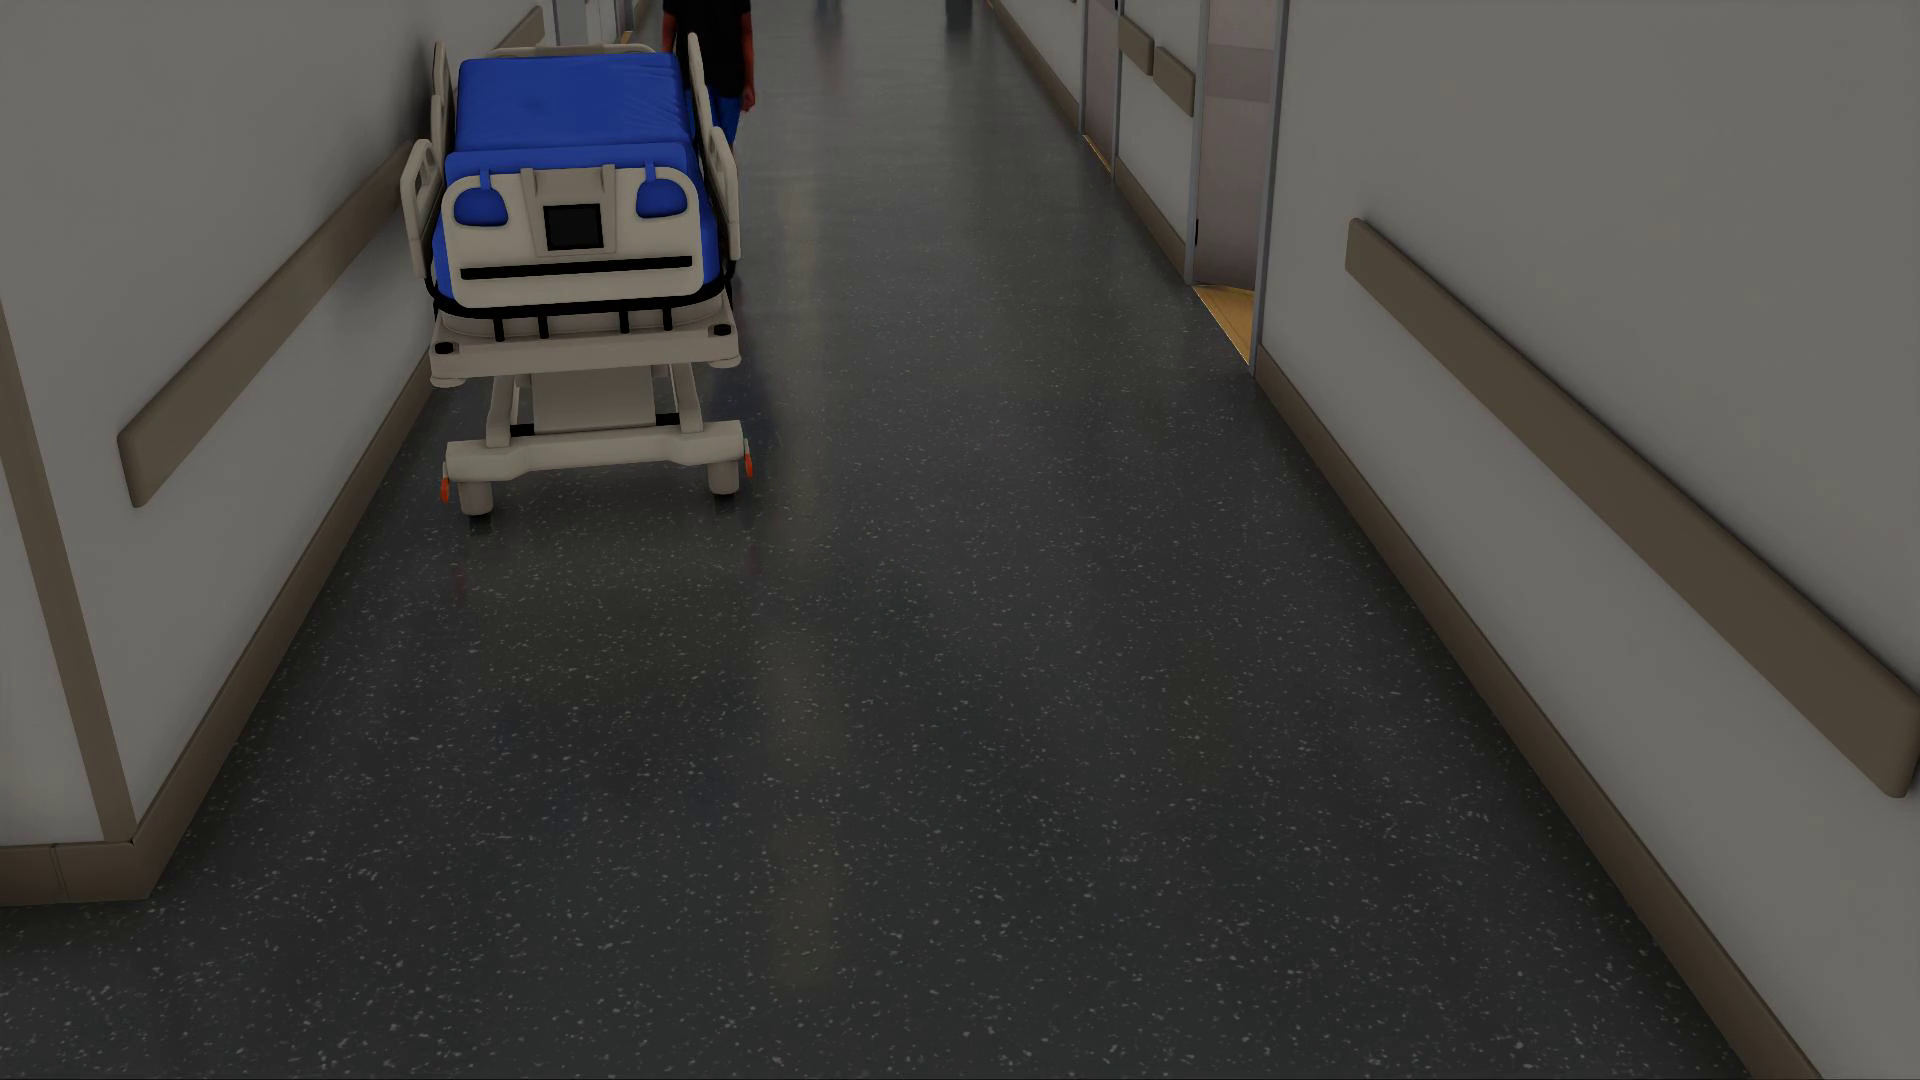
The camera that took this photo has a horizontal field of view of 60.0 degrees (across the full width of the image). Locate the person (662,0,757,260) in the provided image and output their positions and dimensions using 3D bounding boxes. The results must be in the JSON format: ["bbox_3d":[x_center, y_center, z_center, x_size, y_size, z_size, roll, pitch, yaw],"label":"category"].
[{"bbox_3d":[-1.244,-2.283,8.386,1.135,1.746,0.887,-9,27,-18],"label":"person"}]
